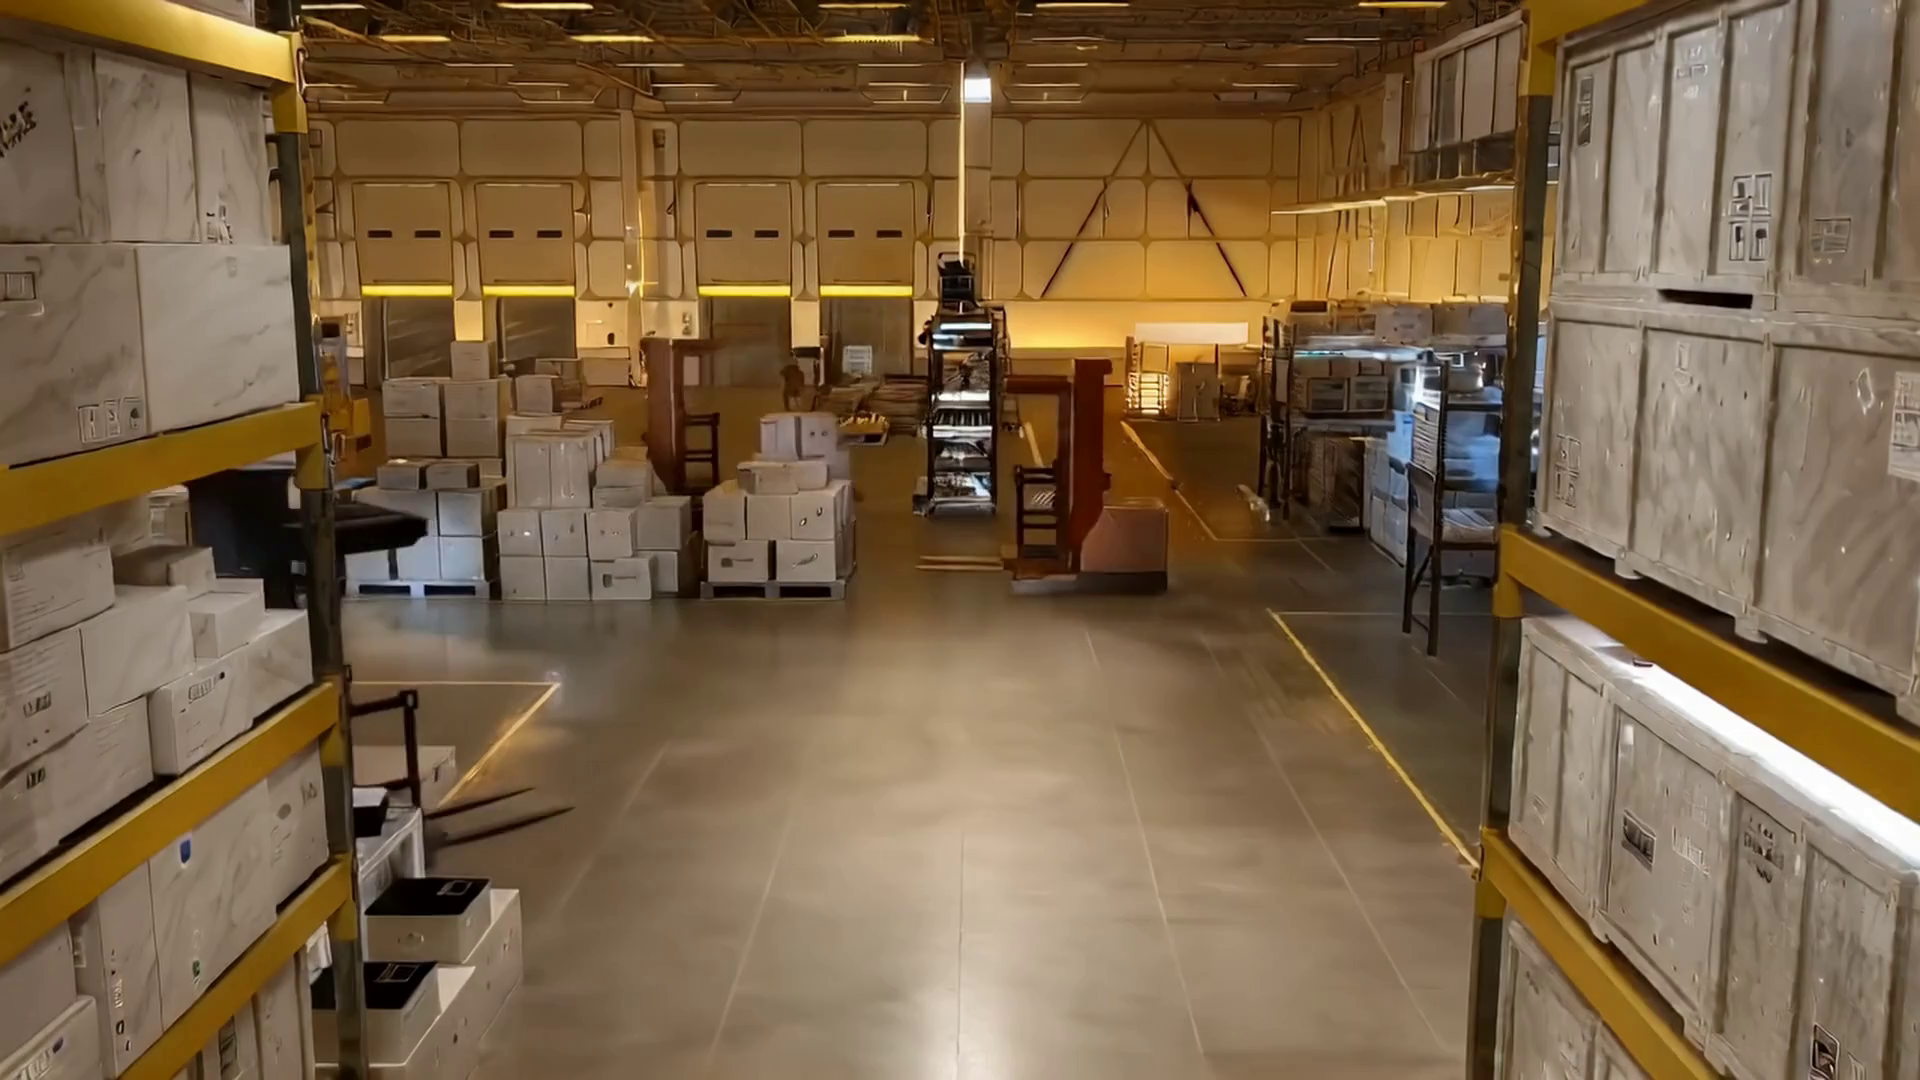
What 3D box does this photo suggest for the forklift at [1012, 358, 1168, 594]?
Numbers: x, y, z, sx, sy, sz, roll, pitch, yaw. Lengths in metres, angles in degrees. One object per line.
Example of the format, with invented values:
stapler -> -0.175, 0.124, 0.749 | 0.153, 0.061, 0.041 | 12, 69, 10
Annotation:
forklift -> 1.586, -0.805, 20.347 | 1.873, 2.768, 1.129 | 0, 10, 1

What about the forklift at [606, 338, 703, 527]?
forklift -> -4.555, -1.634, 25.130 | 1.873, 2.768, 1.129 | -1, 10, -7

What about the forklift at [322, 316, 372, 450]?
forklift -> -12.990, -3.195, 34.137 | 1.129, 2.768, 1.873 | 0, 10, 1

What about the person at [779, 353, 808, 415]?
person -> -3.664, -3.161, 36.673 | 0.651, 1.928, 0.519 | 2, 10, 14

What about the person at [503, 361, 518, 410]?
person -> -9.356, -2.792, 34.683 | 1.003, 1.883, 0.553 | 5, 11, 27

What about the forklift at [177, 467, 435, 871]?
forklift -> -4.555, 0.883, 10.606 | 1.873, 2.768, 1.129 | -9, 14, -44

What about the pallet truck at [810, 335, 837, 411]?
pallet truck -> -3.021, -4.312, 43.126 | 1.885, 1.965, 0.823 | 3, 10, 17

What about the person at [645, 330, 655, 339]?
person -> -8.751, -4.996, 47.276 | 0.388, 1.930, 0.544 | -9, 13, -41

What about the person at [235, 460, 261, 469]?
person -> -10.191, -0.972, 24.096 | 0.810, 1.906, 0.649 | 2, 10, 10
